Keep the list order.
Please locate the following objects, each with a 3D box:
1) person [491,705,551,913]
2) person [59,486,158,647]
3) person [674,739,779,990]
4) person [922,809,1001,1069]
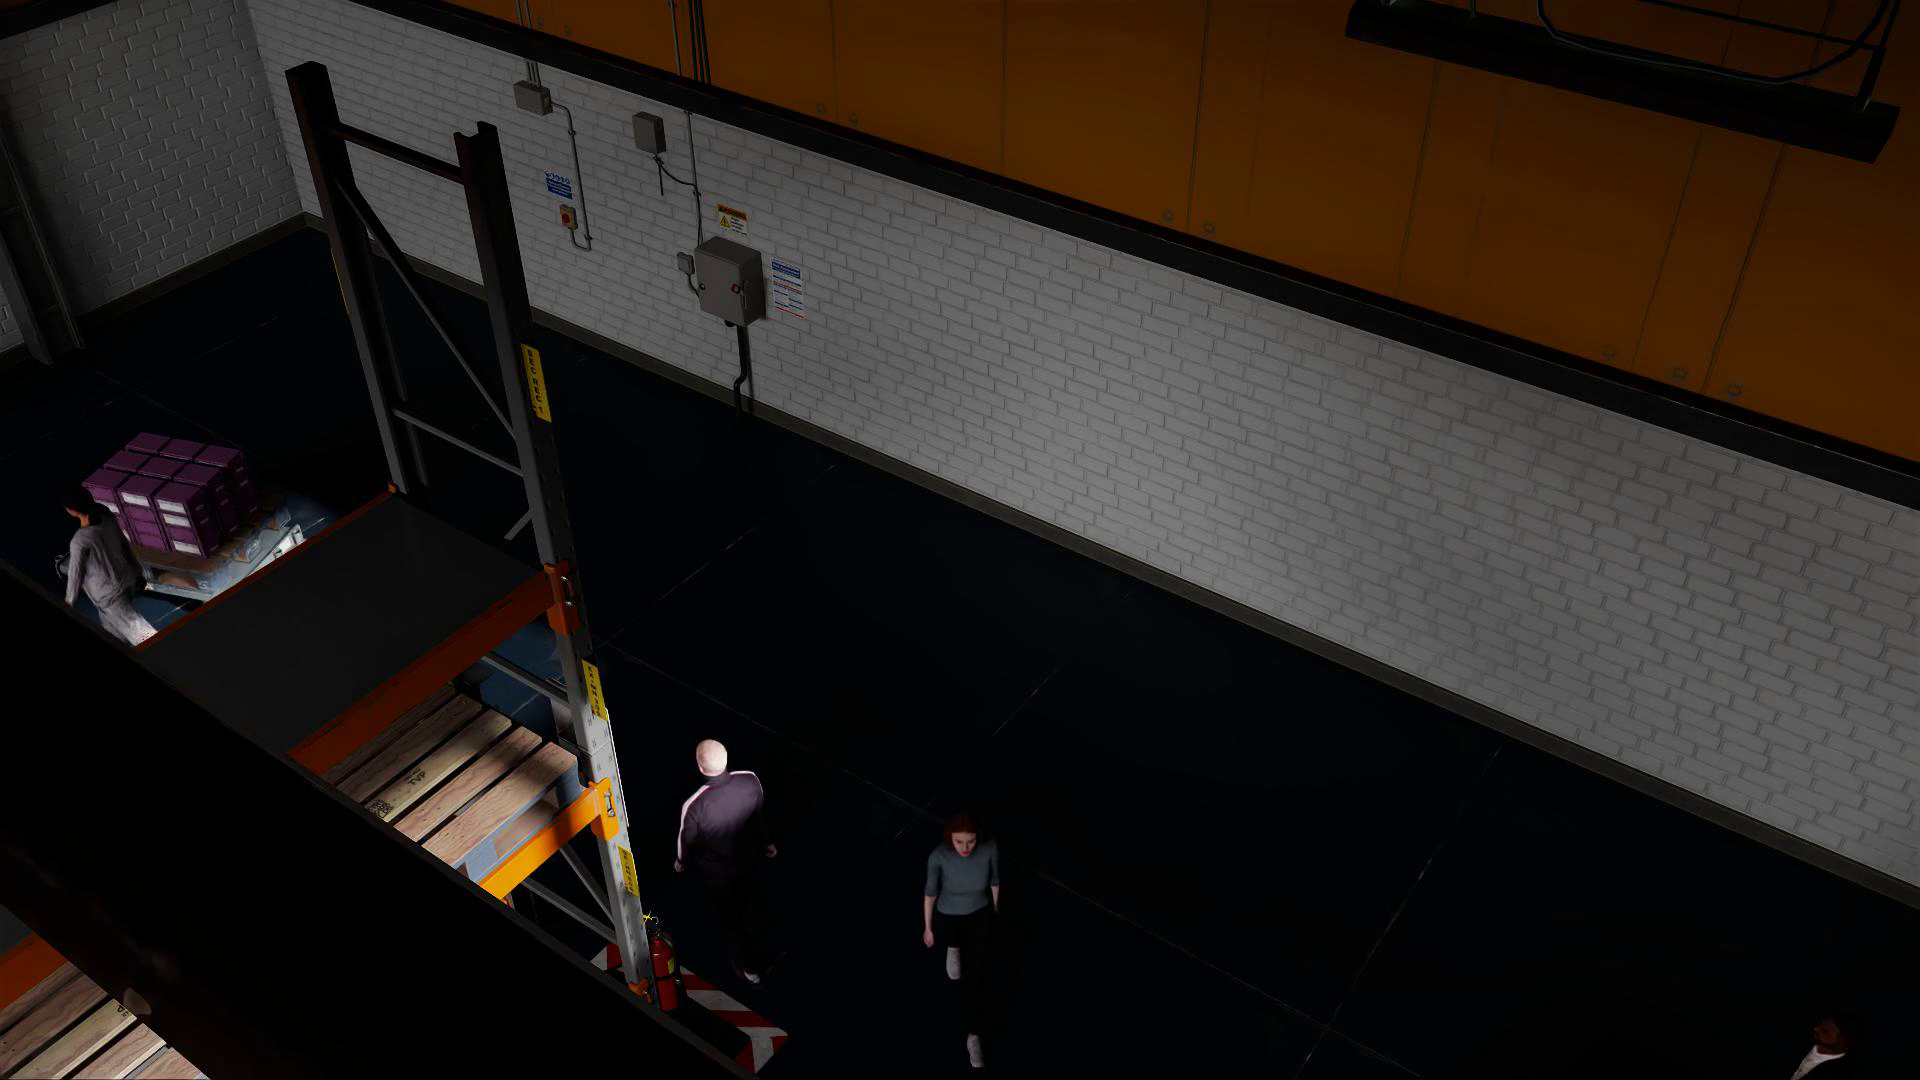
[{"bbox_3d":[-2.775,1.763,9.955,0.906,1.734,0.767,-27,46,-29],"label":"person"},{"bbox_3d":[-5.844,0.376,11.685,0.944,1.743,0.989,3,39,4],"label":"person"},{"bbox_3d":[-1.285,1.938,9.684,1.027,1.800,0.939,-27,46,-30],"label":"person"},{"bbox_3d":[-0.002,2.097,9.577,1.120,1.684,1.212,-4,39,-5],"label":"person"}]
